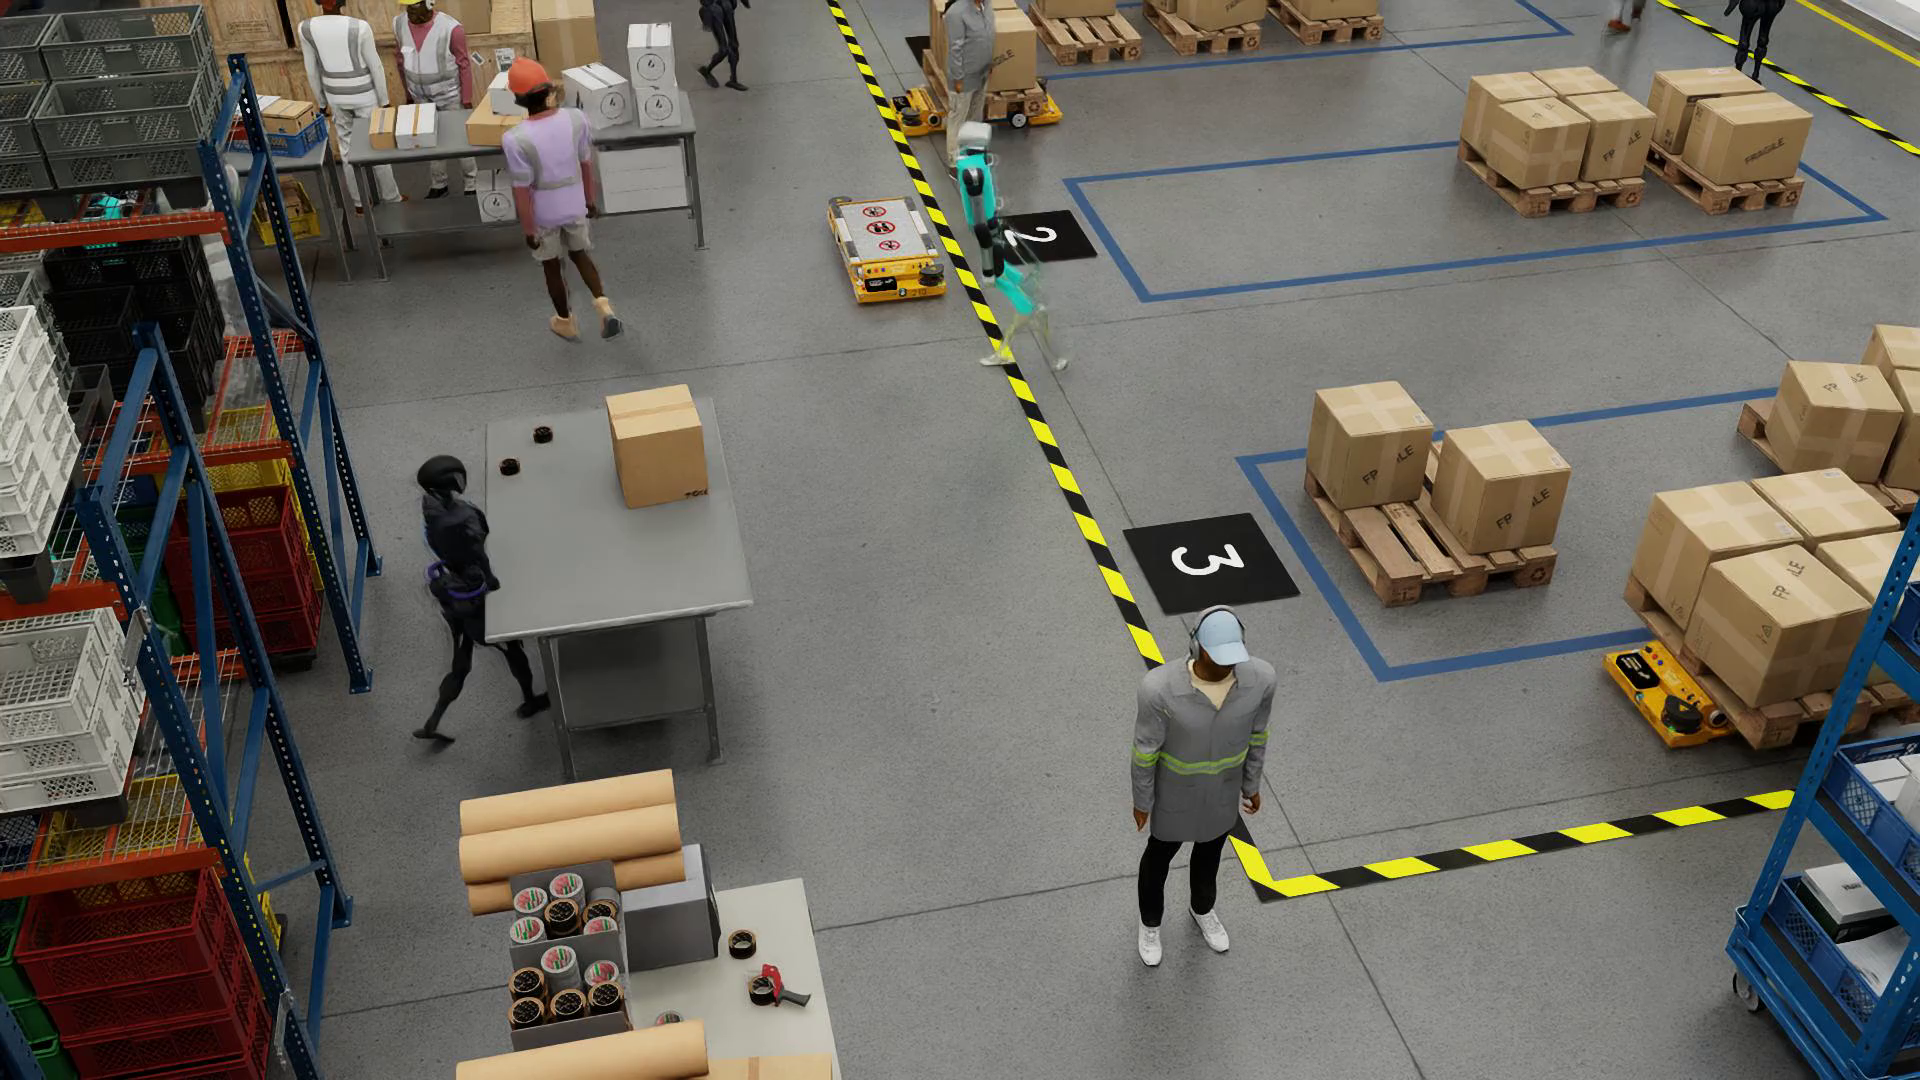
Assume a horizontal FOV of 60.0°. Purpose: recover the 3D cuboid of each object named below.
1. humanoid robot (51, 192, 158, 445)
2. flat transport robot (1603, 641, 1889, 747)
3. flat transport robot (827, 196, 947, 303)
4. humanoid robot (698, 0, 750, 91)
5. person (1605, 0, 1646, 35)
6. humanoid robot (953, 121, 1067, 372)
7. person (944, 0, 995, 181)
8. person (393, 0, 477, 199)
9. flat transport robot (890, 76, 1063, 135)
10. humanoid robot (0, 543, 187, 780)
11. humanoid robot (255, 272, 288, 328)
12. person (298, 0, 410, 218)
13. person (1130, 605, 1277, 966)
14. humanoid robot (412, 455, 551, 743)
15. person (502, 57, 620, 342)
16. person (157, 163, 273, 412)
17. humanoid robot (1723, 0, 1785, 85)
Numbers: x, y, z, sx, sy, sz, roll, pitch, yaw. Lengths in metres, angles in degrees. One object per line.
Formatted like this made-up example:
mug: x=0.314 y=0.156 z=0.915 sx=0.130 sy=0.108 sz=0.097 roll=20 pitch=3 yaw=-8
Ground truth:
humanoid robot: x=-5.084 y=-1.314 z=10.006 sx=0.531 sy=1.690 sz=0.741 roll=-5 pitch=37 yaw=-6
flat transport robot: x=4.165 y=0.682 z=8.614 sx=1.431 sy=0.197 sz=0.652 roll=-8 pitch=37 yaw=-10
flat transport robot: x=-0.570 y=-2.220 z=12.538 sx=0.659 sy=0.231 sz=1.431 roll=-8 pitch=37 yaw=-10
humanoid robot: x=-2.159 y=-4.838 z=14.891 sx=0.474 sy=1.648 sz=0.600 roll=17 pitch=40 yaw=22
person: x=6.672 y=-5.901 z=16.186 sx=0.591 sy=1.819 sz=0.960 roll=25 pitch=43 yaw=30
humanoid robot: x=0.399 y=-1.846 z=10.877 sx=0.892 sy=1.846 sz=0.553 roll=-1 pitch=37 yaw=-2
person: x=0.074 y=-3.777 z=13.376 sx=0.402 sy=1.762 sz=0.562 roll=20 pitch=41 yaw=25
person: x=-4.061 y=-3.470 z=12.905 sx=0.590 sy=1.833 sz=0.404 roll=7 pitch=37 yaw=10
flat transport robot: x=0.139 y=-3.854 z=14.710 sx=1.431 sy=0.197 sz=0.652 roll=-8 pitch=37 yaw=-10
humanoid robot: x=-3.960 y=0.395 z=7.725 sx=0.719 sy=1.715 sz=0.530 roll=-11 pitch=38 yaw=-14
humanoid robot: x=-5.087 y=-2.126 z=11.247 sx=0.694 sy=1.627 sz=0.610 roll=-3 pitch=37 yaw=-4
person: x=-4.647 y=-3.372 z=12.733 sx=0.572 sy=1.883 sz=0.359 roll=1 pitch=37 yaw=2
person: x=0.982 y=1.019 z=6.858 sx=0.589 sy=1.852 sz=0.367 roll=-8 pitch=37 yaw=-11
humanoid robot: x=-2.396 y=0.300 z=8.021 sx=0.762 sy=1.653 sz=0.600 roll=-30 pitch=46 yaw=-34
person: x=-2.647 y=-2.186 z=11.020 sx=0.625 sy=2.028 sz=0.619 roll=-26 pitch=44 yaw=-30
person: x=-4.723 y=-1.699 z=10.482 sx=0.382 sy=1.899 sz=0.756 roll=12 pitch=38 yaw=15
humanoid robot: x=7.205 y=-4.901 z=14.952 sx=0.599 sy=1.653 sz=0.315 roll=-13 pitch=39 yaw=-17
